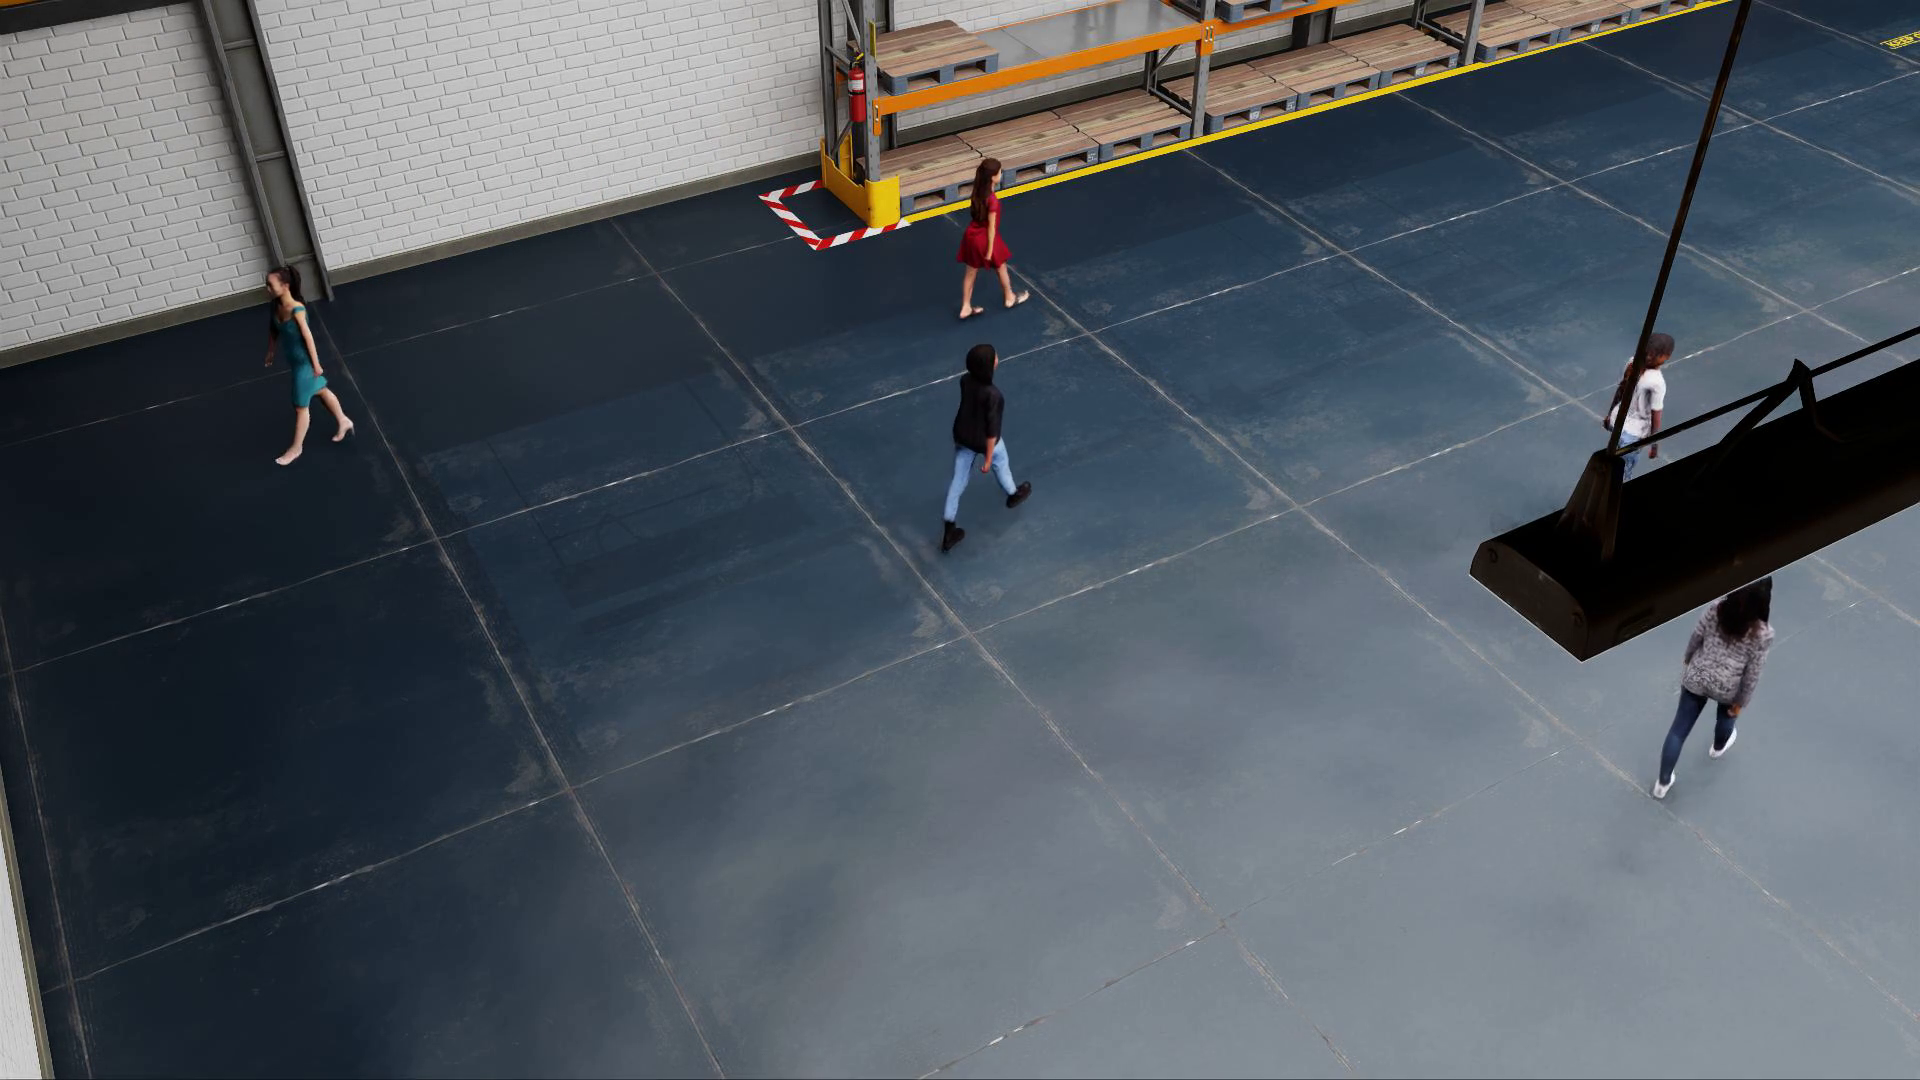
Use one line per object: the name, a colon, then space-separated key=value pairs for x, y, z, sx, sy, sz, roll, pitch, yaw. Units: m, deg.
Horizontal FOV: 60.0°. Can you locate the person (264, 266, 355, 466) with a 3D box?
person: x=-5.174 y=-1.445 z=13.249 sx=0.994 sy=1.657 sz=0.695 roll=-32 pitch=48 yaw=-33

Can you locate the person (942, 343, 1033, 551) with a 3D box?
person: x=0.068 y=-0.648 z=12.262 sx=0.878 sy=1.643 sz=1.237 roll=25 pitch=45 yaw=28

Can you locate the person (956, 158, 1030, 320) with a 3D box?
person: x=0.145 y=-2.665 z=14.886 sx=0.936 sy=1.520 sz=0.567 roll=-23 pitch=44 yaw=-26

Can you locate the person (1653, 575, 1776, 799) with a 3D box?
person: x=4.604 y=0.927 z=10.245 sx=0.856 sy=1.699 sz=1.132 roll=28 pitch=46 yaw=30

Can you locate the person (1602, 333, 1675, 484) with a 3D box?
person: x=4.910 y=-0.792 z=12.392 sx=0.881 sy=1.705 sz=0.761 roll=-6 pitch=39 yaw=-8
